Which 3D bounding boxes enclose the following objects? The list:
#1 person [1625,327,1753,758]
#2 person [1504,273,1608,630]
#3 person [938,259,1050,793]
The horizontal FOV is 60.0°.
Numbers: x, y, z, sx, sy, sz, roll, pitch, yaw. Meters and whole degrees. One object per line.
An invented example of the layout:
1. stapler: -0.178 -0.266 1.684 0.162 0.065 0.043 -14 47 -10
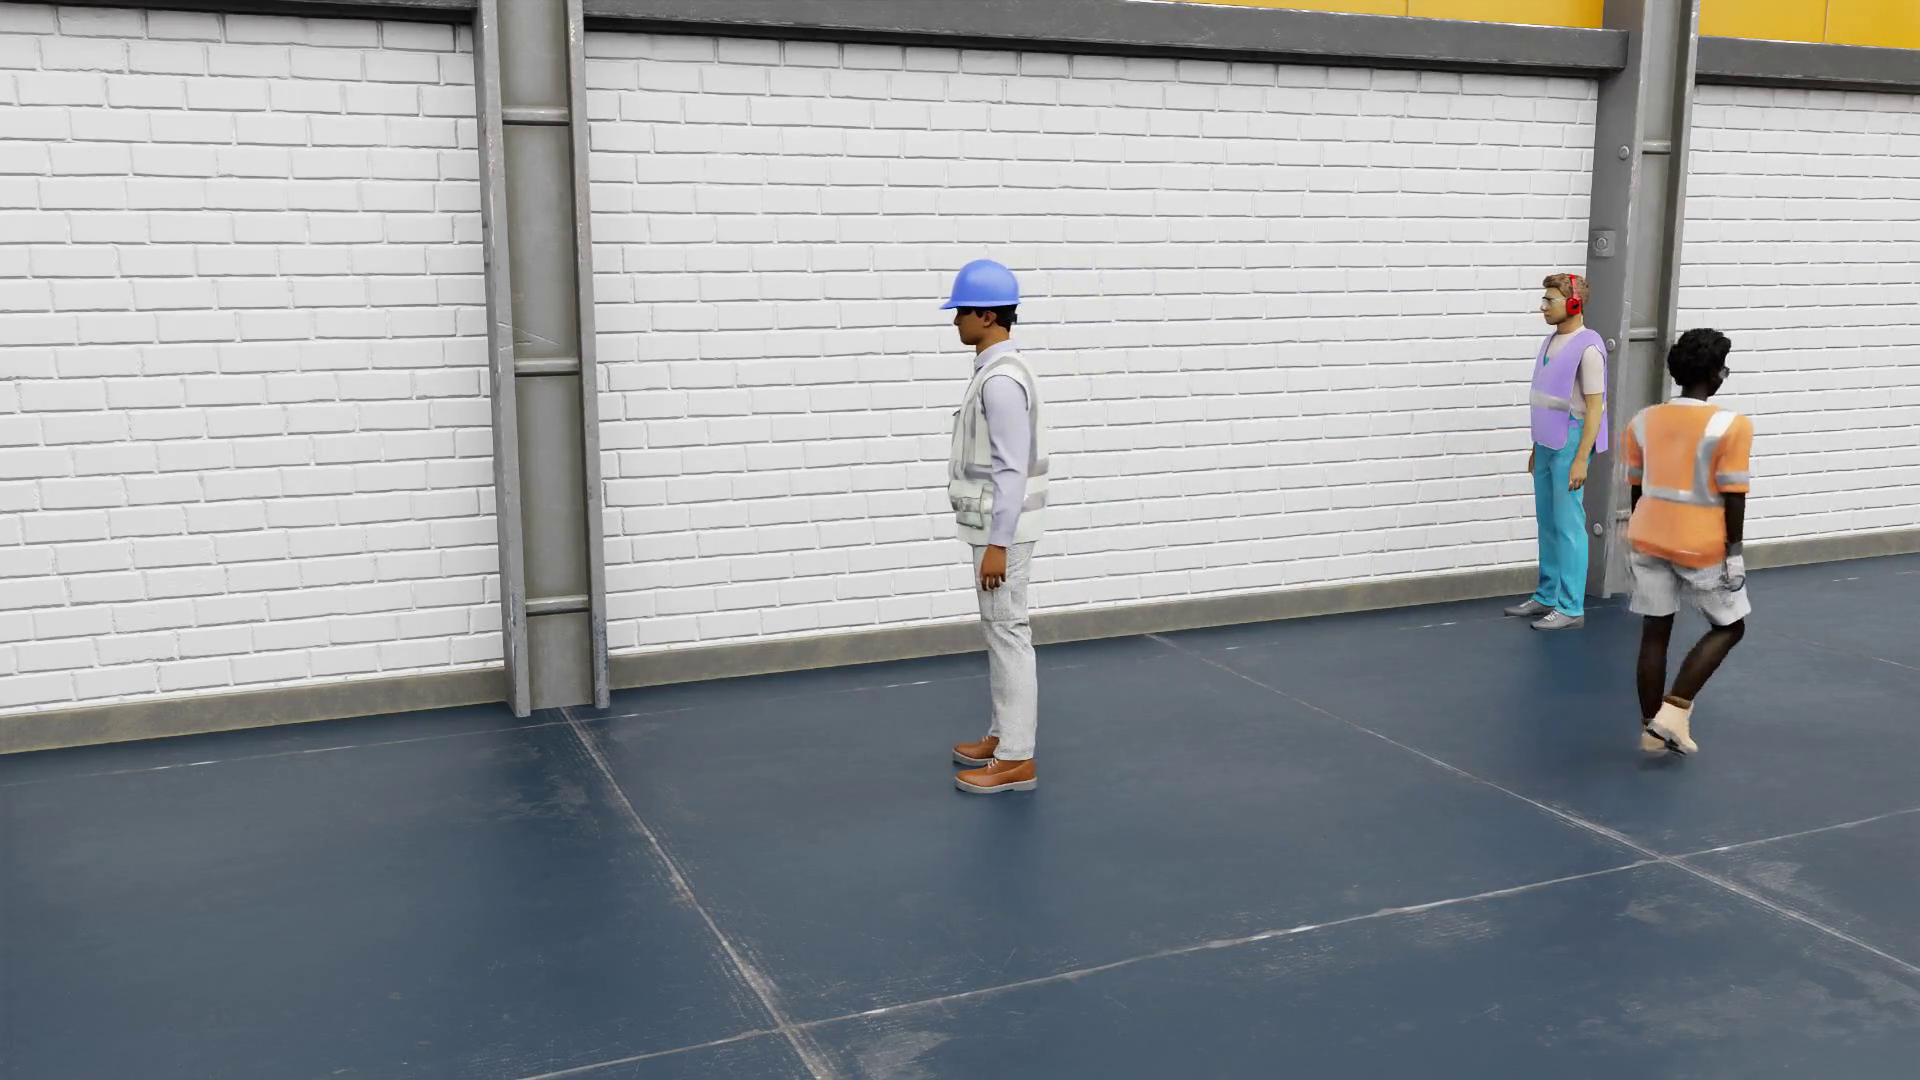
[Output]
1. person: 2.793 0.028 6.402 0.366 1.683 0.554 -6 12 -30
2. person: 3.142 -0.457 8.652 0.377 1.844 0.570 -1 10 -5
3. person: 0.124 -0.047 6.117 0.405 1.946 0.612 0 10 0
